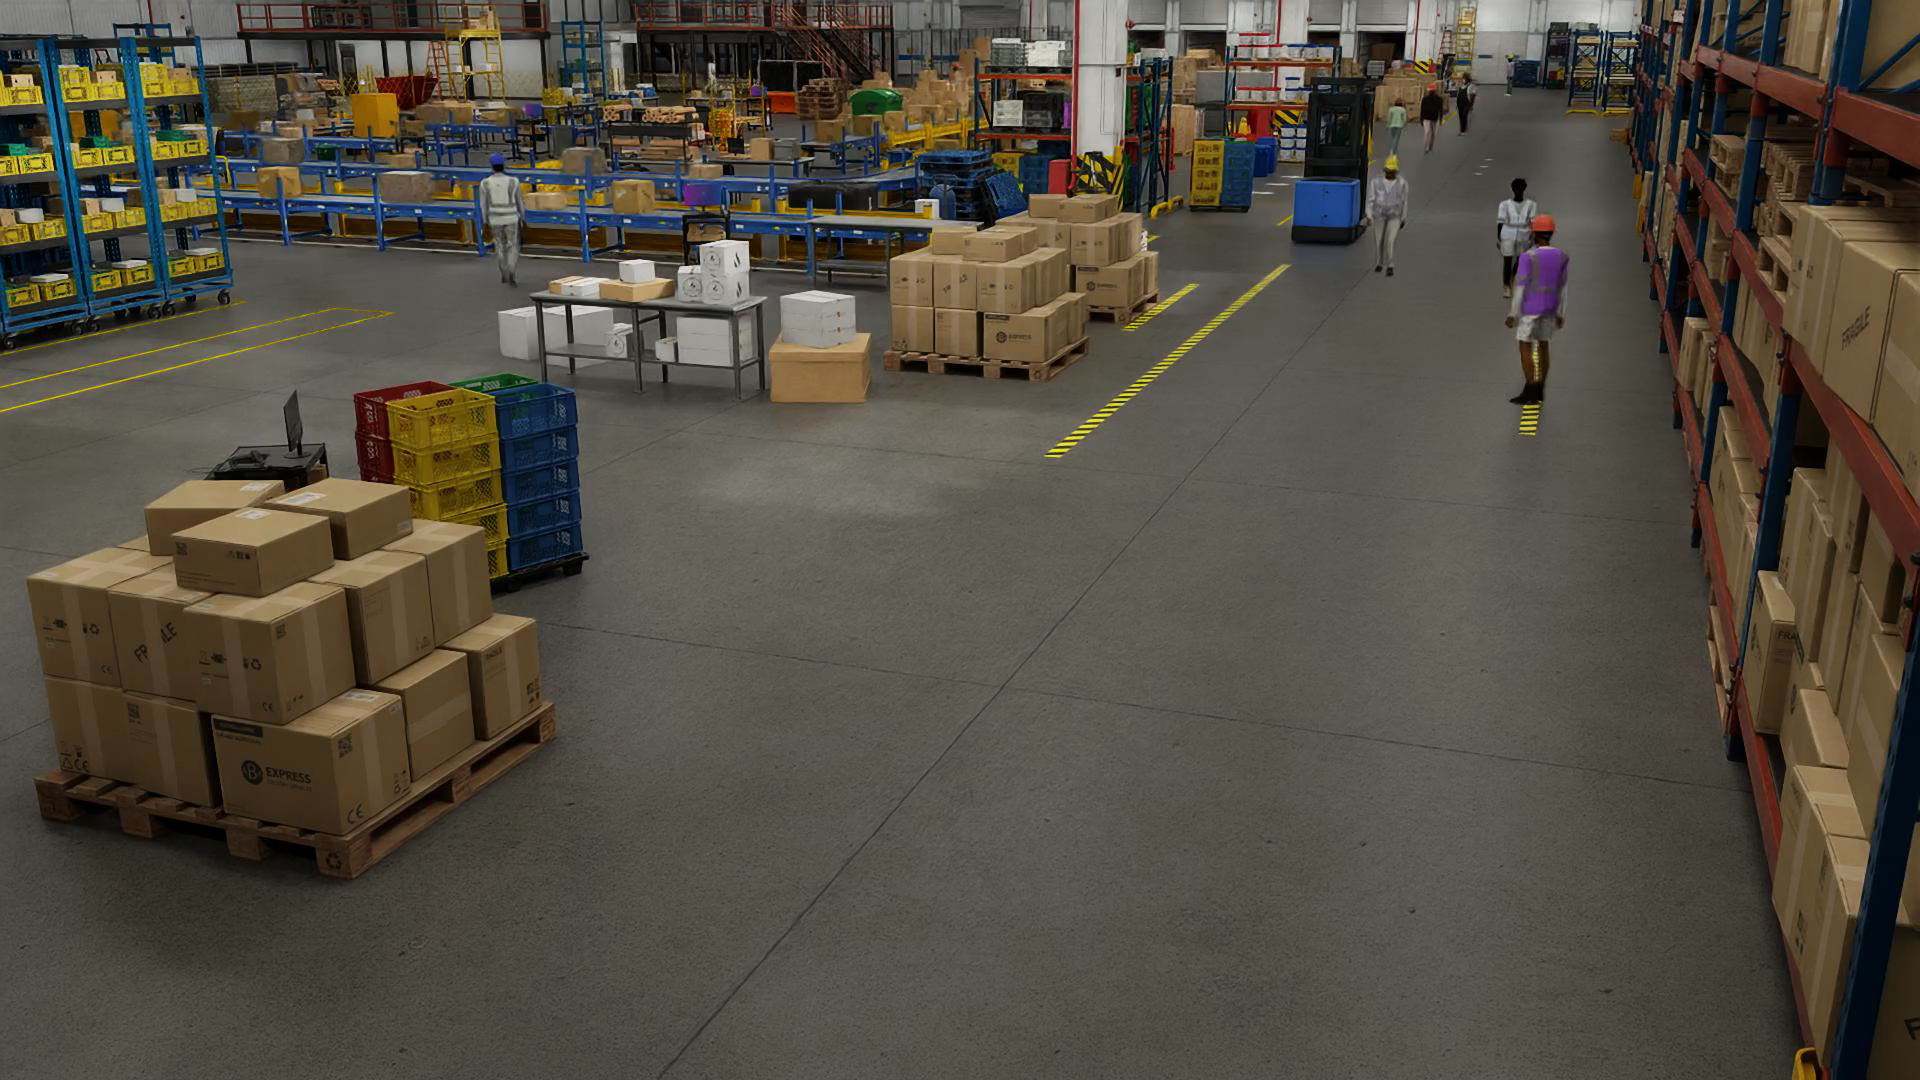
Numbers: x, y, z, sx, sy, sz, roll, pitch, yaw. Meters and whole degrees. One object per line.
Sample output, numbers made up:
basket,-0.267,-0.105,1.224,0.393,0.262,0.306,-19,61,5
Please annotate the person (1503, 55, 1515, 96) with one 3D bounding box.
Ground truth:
person,26.269,-22.200,79.464,0.383,1.923,0.588,1,18,2

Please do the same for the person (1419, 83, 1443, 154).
person,13.414,-12.025,47.407,0.636,1.974,0.562,3,18,10

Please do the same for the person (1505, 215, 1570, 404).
person,5.990,-2.359,17.165,0.617,1.909,0.645,-4,18,-12

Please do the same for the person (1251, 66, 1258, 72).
person,12.021,-18.773,68.754,0.890,1.888,0.604,14,22,36

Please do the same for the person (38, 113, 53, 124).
person,-30.231,-14.346,54.864,0.661,1.878,0.822,-15,23,-40

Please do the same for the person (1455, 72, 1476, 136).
person,16.264,-14.093,53.801,0.624,2.000,0.706,-7,19,-21

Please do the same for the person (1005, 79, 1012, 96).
person,1.933,-18.222,67.060,0.313,1.864,0.530,-5,18,-15

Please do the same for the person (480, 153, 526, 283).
person,-6.754,-4.743,24.598,0.628,1.926,0.667,-2,18,-6

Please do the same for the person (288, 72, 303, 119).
person,-21.682,-14.310,54.541,0.850,2.021,0.609,2,18,5

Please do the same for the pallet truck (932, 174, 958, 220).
pallet truck,-0.507,-5.292,27.348,0.653,1.274,1.630,6,19,19

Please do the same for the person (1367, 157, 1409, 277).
person,6.533,-4.947,25.485,0.585,1.784,0.894,6,19,19

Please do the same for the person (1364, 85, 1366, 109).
person,12.548,-13.392,52.076,0.547,1.740,0.662,-12,21,-33

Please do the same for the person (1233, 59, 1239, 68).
person,12.528,-20.962,75.702,0.326,1.842,0.517,3,18,9

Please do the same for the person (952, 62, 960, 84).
person,-0.125,-18.333,67.304,0.522,1.927,0.561,2,18,6

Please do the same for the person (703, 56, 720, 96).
person,-11.965,-22.276,79.823,0.829,1.860,0.585,8,19,23

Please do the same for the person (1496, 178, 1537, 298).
person,7.850,-4.287,23.566,0.540,1.677,0.521,2,18,7

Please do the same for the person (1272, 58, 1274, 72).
person,16.641,-24.827,87.749,0.595,1.905,0.732,-17,24,-42

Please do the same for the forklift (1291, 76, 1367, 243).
forklift,6.598,-6.755,29.381,1.129,2.768,1.873,6,19,19

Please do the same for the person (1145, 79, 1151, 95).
person,6.397,-14.928,56.979,0.321,1.697,0.530,-9,20,-25

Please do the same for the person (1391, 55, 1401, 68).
person,21.668,-23.251,82.921,0.629,1.828,0.438,-12,21,-33

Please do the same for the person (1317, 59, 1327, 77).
person,17.520,-22.439,80.576,0.508,1.704,0.871,7,19,21

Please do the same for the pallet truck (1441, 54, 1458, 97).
pallet truck,22.765,-21.886,78.355,0.823,1.965,1.885,-4,18,-14

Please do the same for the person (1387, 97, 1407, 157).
person,12.172,-11.505,46.341,0.543,1.612,0.435,10,20,29
